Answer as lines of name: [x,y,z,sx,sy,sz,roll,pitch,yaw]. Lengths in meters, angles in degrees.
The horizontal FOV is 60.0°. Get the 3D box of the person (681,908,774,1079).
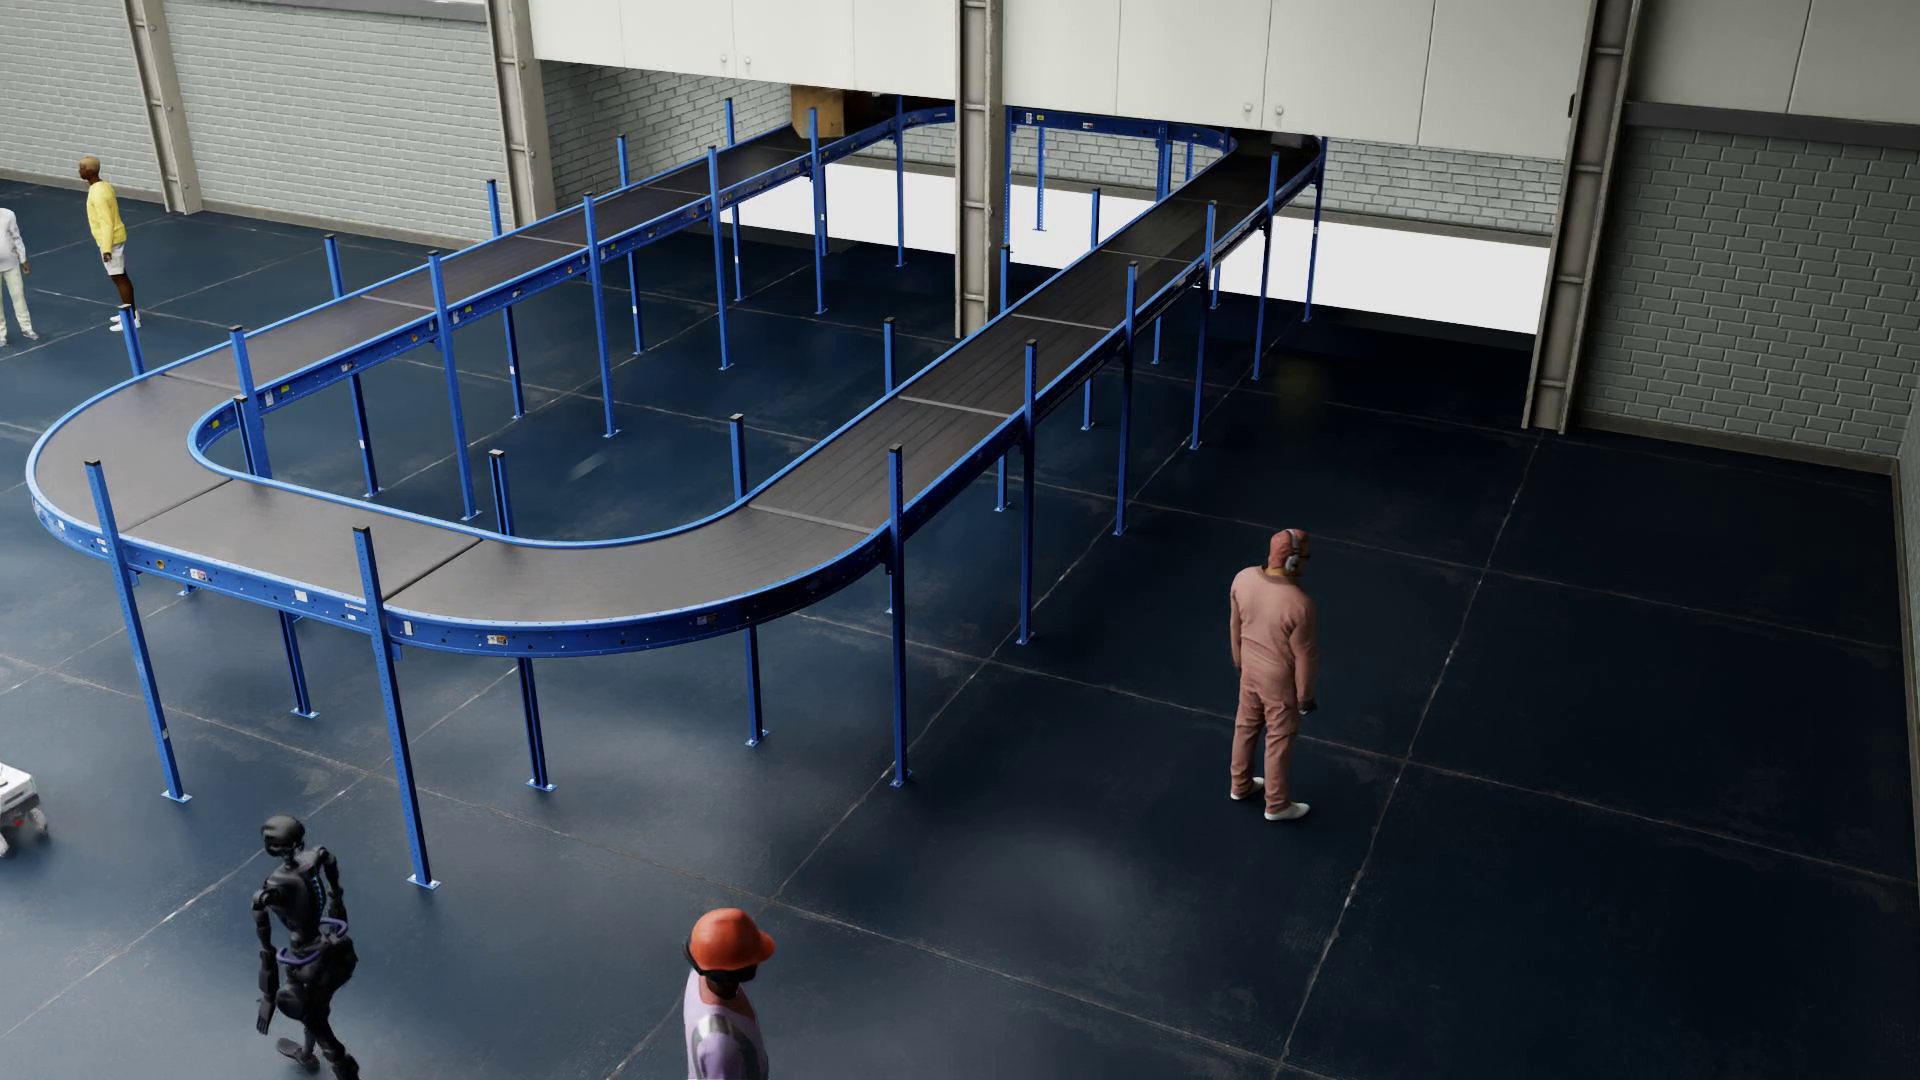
person: [-0.910,2.335,6.778,0.383,2.045,0.604,-6,27,-12]

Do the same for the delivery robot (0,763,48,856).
delivery robot: [-5.946,1.543,10.066,0.810,0.612,0.499,13,29,24]

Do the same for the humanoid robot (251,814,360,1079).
humanoid robot: [-3.140,2.010,7.879,0.731,1.628,0.611,9,28,17]

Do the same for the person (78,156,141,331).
person: [-9.305,-3.249,18.189,0.369,1.898,0.555,-10,28,-20]

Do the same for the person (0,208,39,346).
person: [-10.252,-2.955,17.758,0.565,1.750,0.340,-22,34,-37]

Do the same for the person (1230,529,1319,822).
person: [1.904,0.807,10.017,0.410,1.901,0.638,-18,31,-31]
